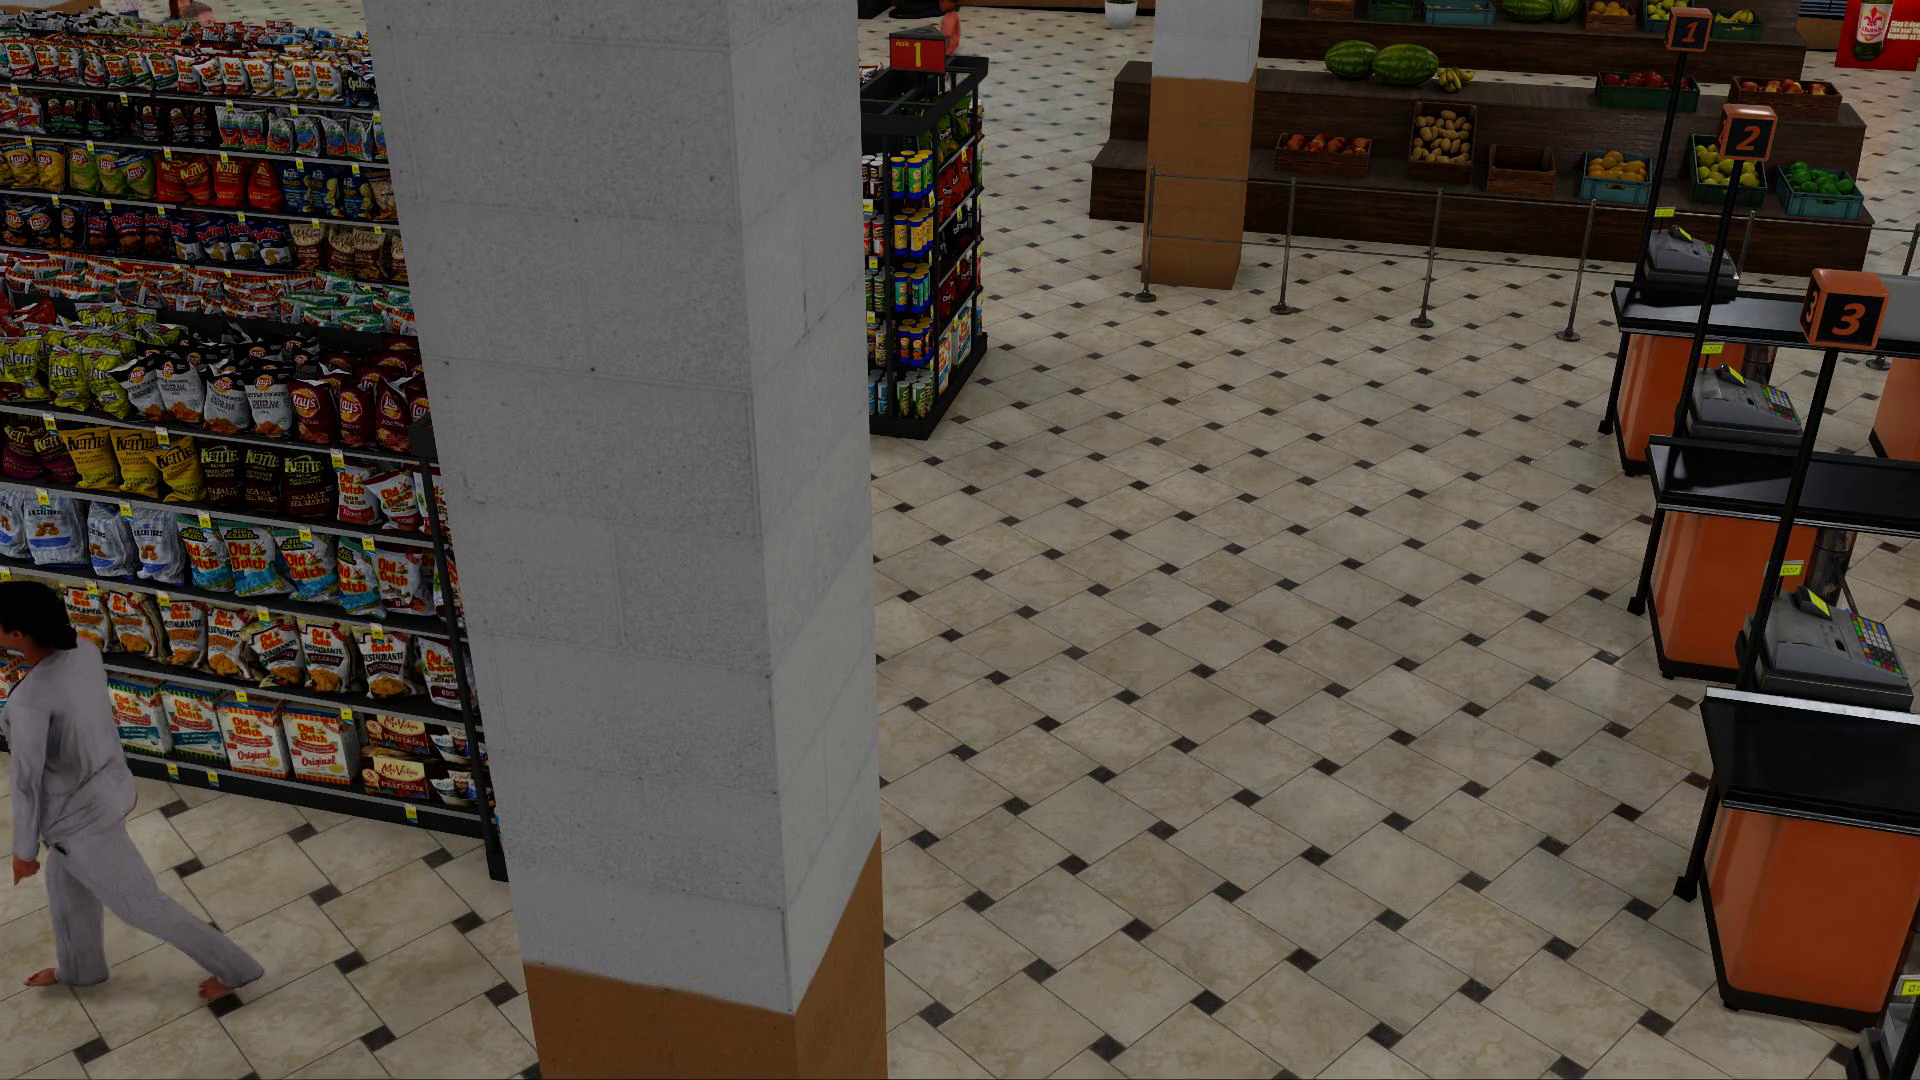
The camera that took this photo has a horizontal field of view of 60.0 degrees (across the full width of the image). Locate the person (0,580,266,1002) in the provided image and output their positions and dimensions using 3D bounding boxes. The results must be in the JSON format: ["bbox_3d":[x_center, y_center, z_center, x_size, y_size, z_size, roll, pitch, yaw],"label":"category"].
[{"bbox_3d":[-2.871,0.921,5.647,1.205,1.706,0.898,-2,29,-4],"label":"person"}]

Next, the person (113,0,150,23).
[{"bbox_3d":[-8.301,-5.168,16.775,0.591,1.728,0.712,24,37,37],"label":"person"}]

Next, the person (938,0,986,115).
[{"bbox_3d":[-0.011,-4.838,16.633,0.944,1.285,0.691,-3,29,-5],"label":"person"}]
